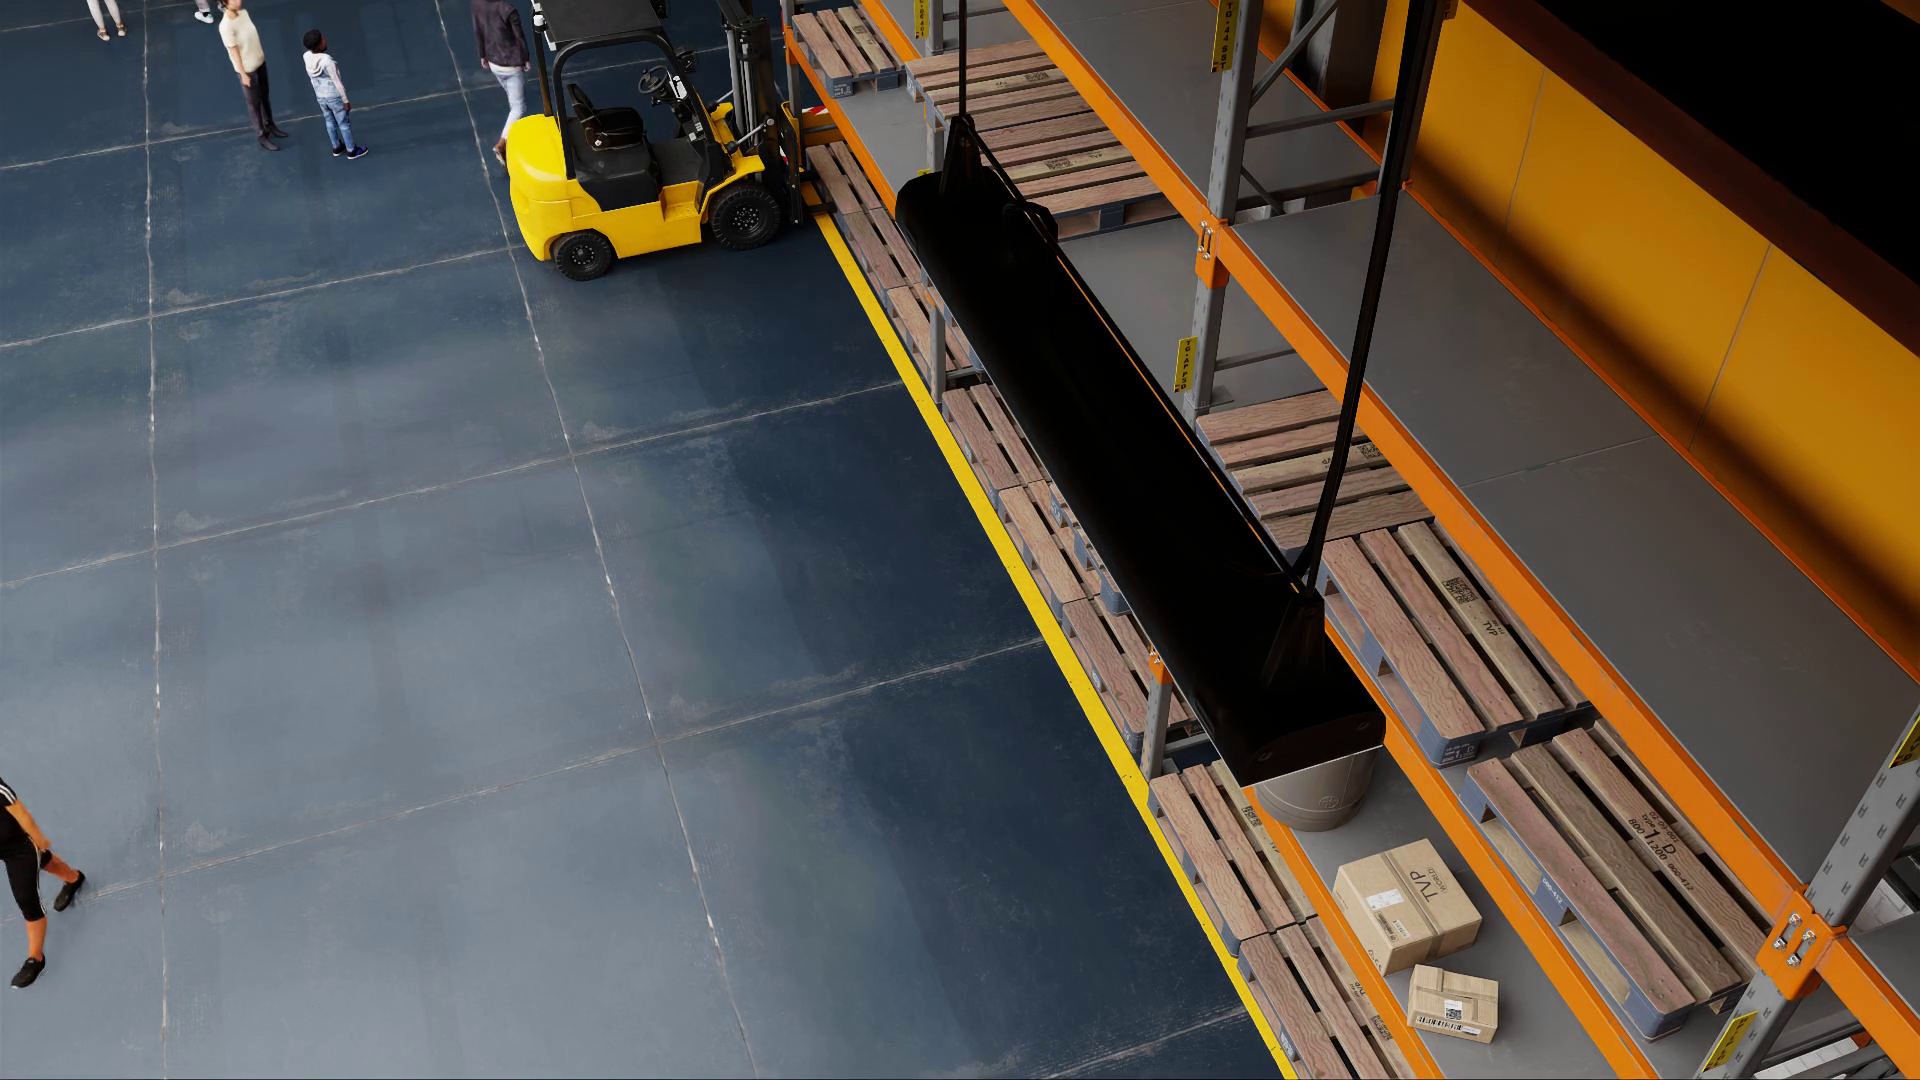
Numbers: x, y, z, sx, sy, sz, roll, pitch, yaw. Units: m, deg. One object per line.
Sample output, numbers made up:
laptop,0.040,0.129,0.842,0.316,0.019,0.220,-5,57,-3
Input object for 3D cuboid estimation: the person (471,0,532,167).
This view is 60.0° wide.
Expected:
person,-4.197,-4.320,15.241,1.087,1.810,1.180,15,46,15

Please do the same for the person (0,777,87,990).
person,-5.221,1.589,9.169,0.933,1.630,1.128,8,44,8

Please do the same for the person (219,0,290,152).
person,-6.619,-4.423,15.509,0.715,1.588,0.580,5,44,6

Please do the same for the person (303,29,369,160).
person,-5.858,-4.149,15.459,0.570,1.260,0.630,18,46,18
